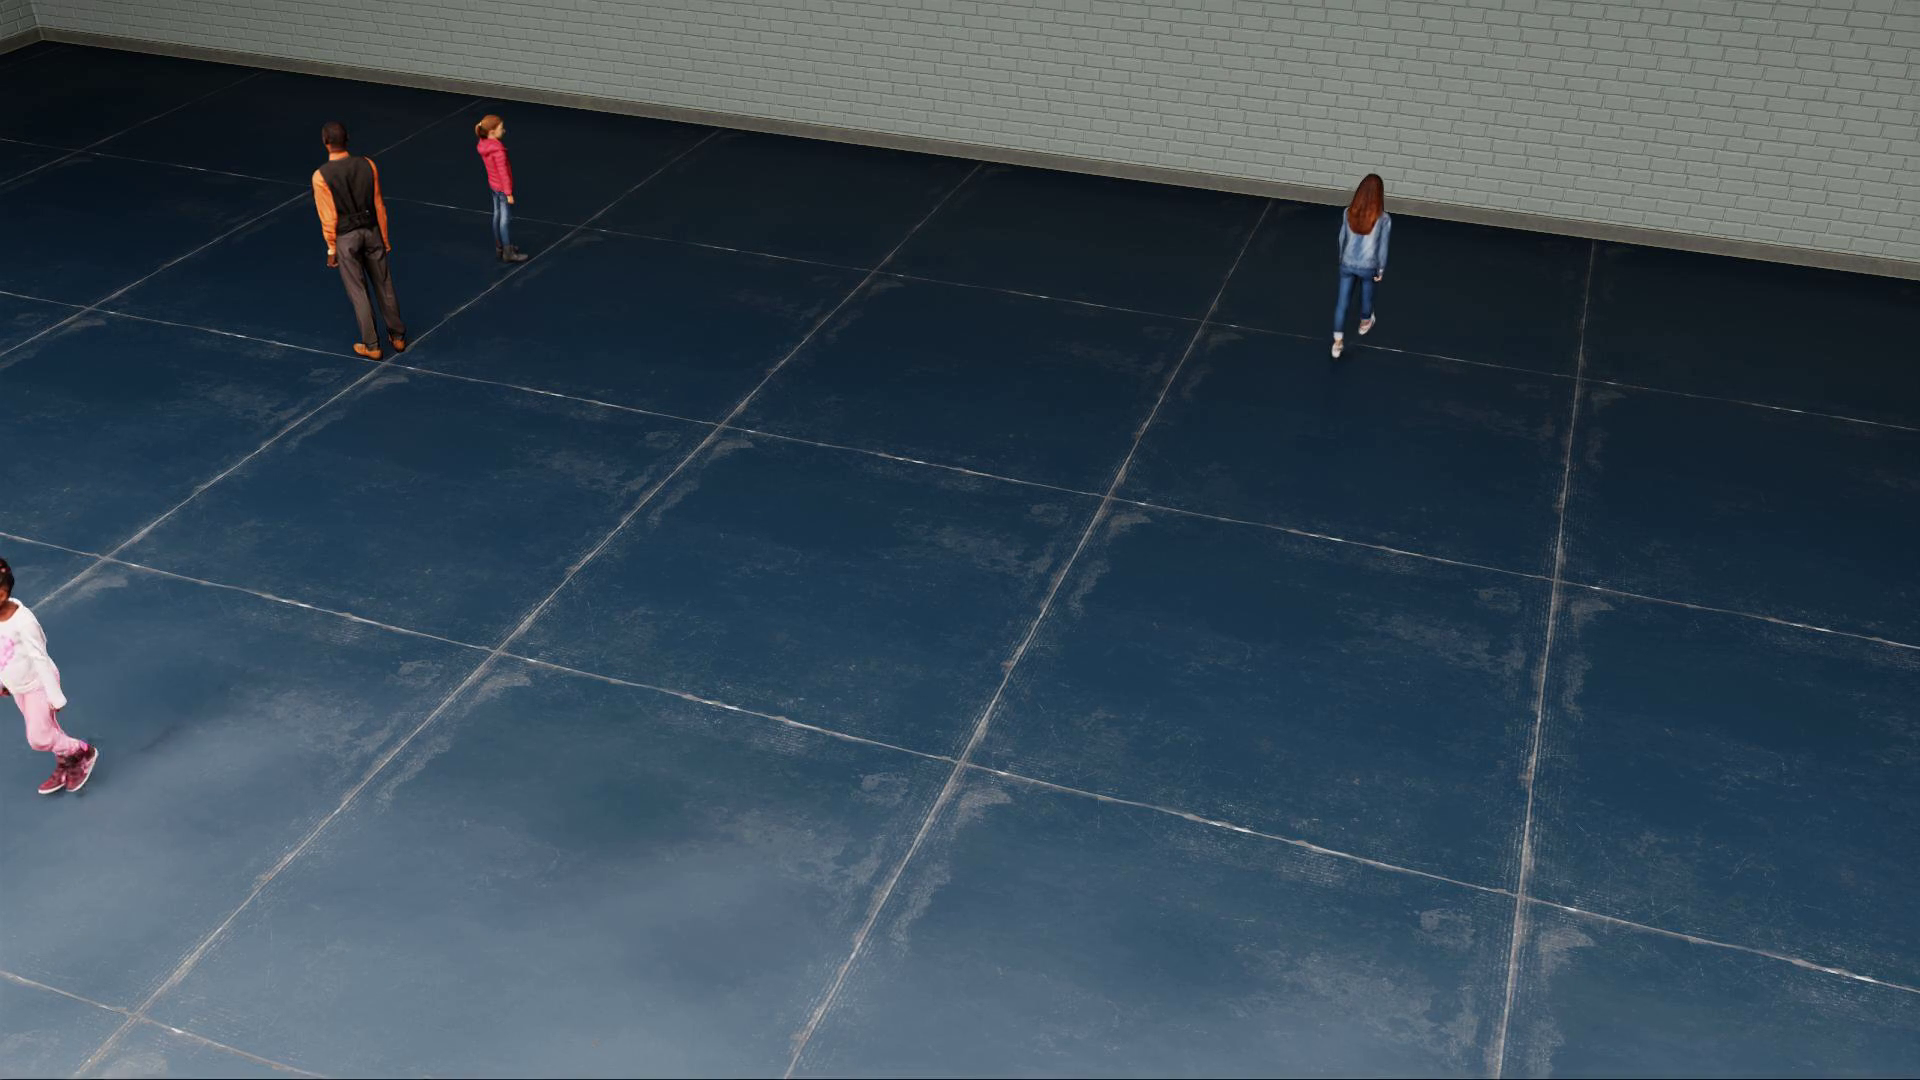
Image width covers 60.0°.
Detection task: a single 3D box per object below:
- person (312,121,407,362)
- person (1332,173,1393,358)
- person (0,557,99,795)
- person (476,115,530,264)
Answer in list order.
[{"bbox_3d":[-4.686,-2.332,12.968,0.709,1.908,0.841,-26,41,-34],"label":"person"},{"bbox_3d":[3.109,-2.124,13.078,0.638,1.439,0.997,15,36,22],"label":"person"},{"bbox_3d":[-4.823,0.702,8.737,0.607,1.436,0.614,18,37,25],"label":"person"},{"bbox_3d":[-4.073,-3.111,14.711,0.629,1.315,0.589,-20,38,-27],"label":"person"}]
